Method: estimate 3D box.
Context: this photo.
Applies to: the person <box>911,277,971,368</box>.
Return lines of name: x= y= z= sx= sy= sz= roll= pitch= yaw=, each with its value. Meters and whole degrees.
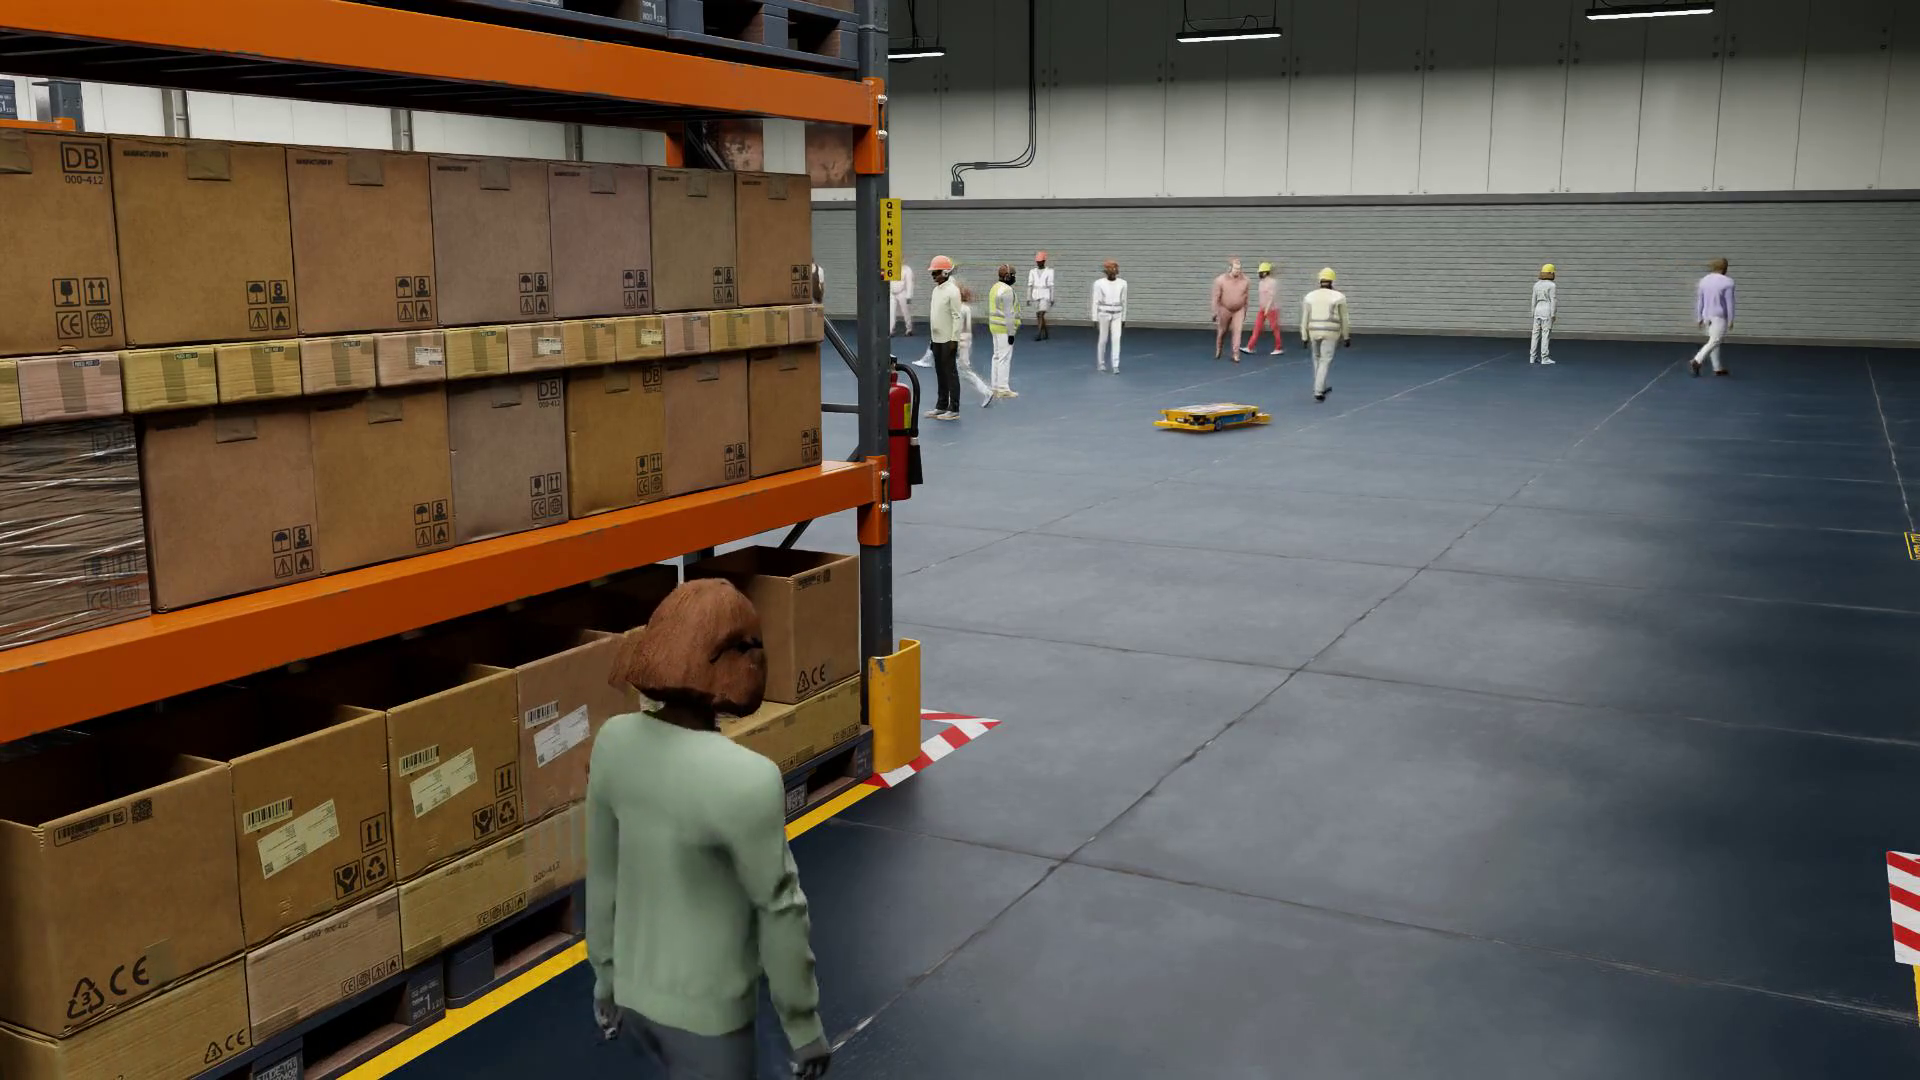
person: x=-0.289 y=-3.839 z=28.139 sx=1.016 sy=1.865 sz=0.605 roll=0 pitch=10 yaw=1

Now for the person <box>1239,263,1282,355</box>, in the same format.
person: x=5.680 y=-4.307 z=31.112 sx=0.894 sy=1.719 sz=0.530 roll=-5 pitch=12 yaw=-27

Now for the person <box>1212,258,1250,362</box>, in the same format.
person: x=4.835 y=-4.120 z=29.778 sx=0.666 sy=1.848 sz=0.985 roll=0 pitch=10 yaw=-1

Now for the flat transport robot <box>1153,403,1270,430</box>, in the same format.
flat transport robot: x=2.960 y=-1.453 z=19.496 sx=0.652 sy=0.197 sz=1.431 roll=10 pitch=14 yaw=43

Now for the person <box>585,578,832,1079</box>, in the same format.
person: x=-0.479 y=0.870 z=3.150 sx=0.339 sy=1.618 sz=0.497 roll=-10 pitch=14 yaw=-43

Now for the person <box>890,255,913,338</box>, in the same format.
person: x=-1.324 y=-5.401 z=36.686 sx=0.656 sy=1.867 sz=0.969 roll=5 pitch=11 yaw=24

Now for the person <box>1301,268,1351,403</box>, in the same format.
person: x=4.978 y=-2.770 z=22.527 sx=0.605 sy=1.784 sz=0.902 roll=8 pitch=13 yaw=37

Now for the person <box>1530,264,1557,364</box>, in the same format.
person: x=10.265 y=-3.967 z=29.186 sx=0.320 sy=1.742 sz=0.492 roll=-6 pitch=12 yaw=-29

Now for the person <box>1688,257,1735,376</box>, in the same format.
person: x=11.939 y=-3.529 z=26.369 sx=0.896 sy=1.910 sz=0.638 roll=-5 pitch=11 yaw=-23

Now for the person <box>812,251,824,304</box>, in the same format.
person: x=-3.069 y=-4.865 z=33.275 sx=0.692 sy=2.000 sz=0.809 roll=-2 pitch=11 yaw=-13

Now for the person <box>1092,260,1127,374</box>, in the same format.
person: x=2.437 y=-3.663 z=27.285 sx=0.586 sy=1.846 sz=0.939 roll=-2 pitch=11 yaw=-8

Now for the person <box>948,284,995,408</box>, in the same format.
person: x=0.073 y=-2.504 z=21.567 sx=0.739 sy=1.616 sz=0.522 roll=2 pitch=11 yaw=9

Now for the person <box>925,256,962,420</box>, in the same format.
person: x=-0.206 y=-2.458 z=20.274 sx=0.396 sy=1.992 sz=0.623 roll=-5 pitch=12 yaw=-27

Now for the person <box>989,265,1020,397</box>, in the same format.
person: x=0.626 y=-2.893 z=23.100 sx=0.429 sy=1.837 sz=0.629 roll=-3 pitch=11 yaw=-16

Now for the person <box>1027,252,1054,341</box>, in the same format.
person: x=1.741 y=-5.208 z=35.540 sx=0.556 sy=1.903 sz=0.938 roll=4 pitch=11 yaw=23
